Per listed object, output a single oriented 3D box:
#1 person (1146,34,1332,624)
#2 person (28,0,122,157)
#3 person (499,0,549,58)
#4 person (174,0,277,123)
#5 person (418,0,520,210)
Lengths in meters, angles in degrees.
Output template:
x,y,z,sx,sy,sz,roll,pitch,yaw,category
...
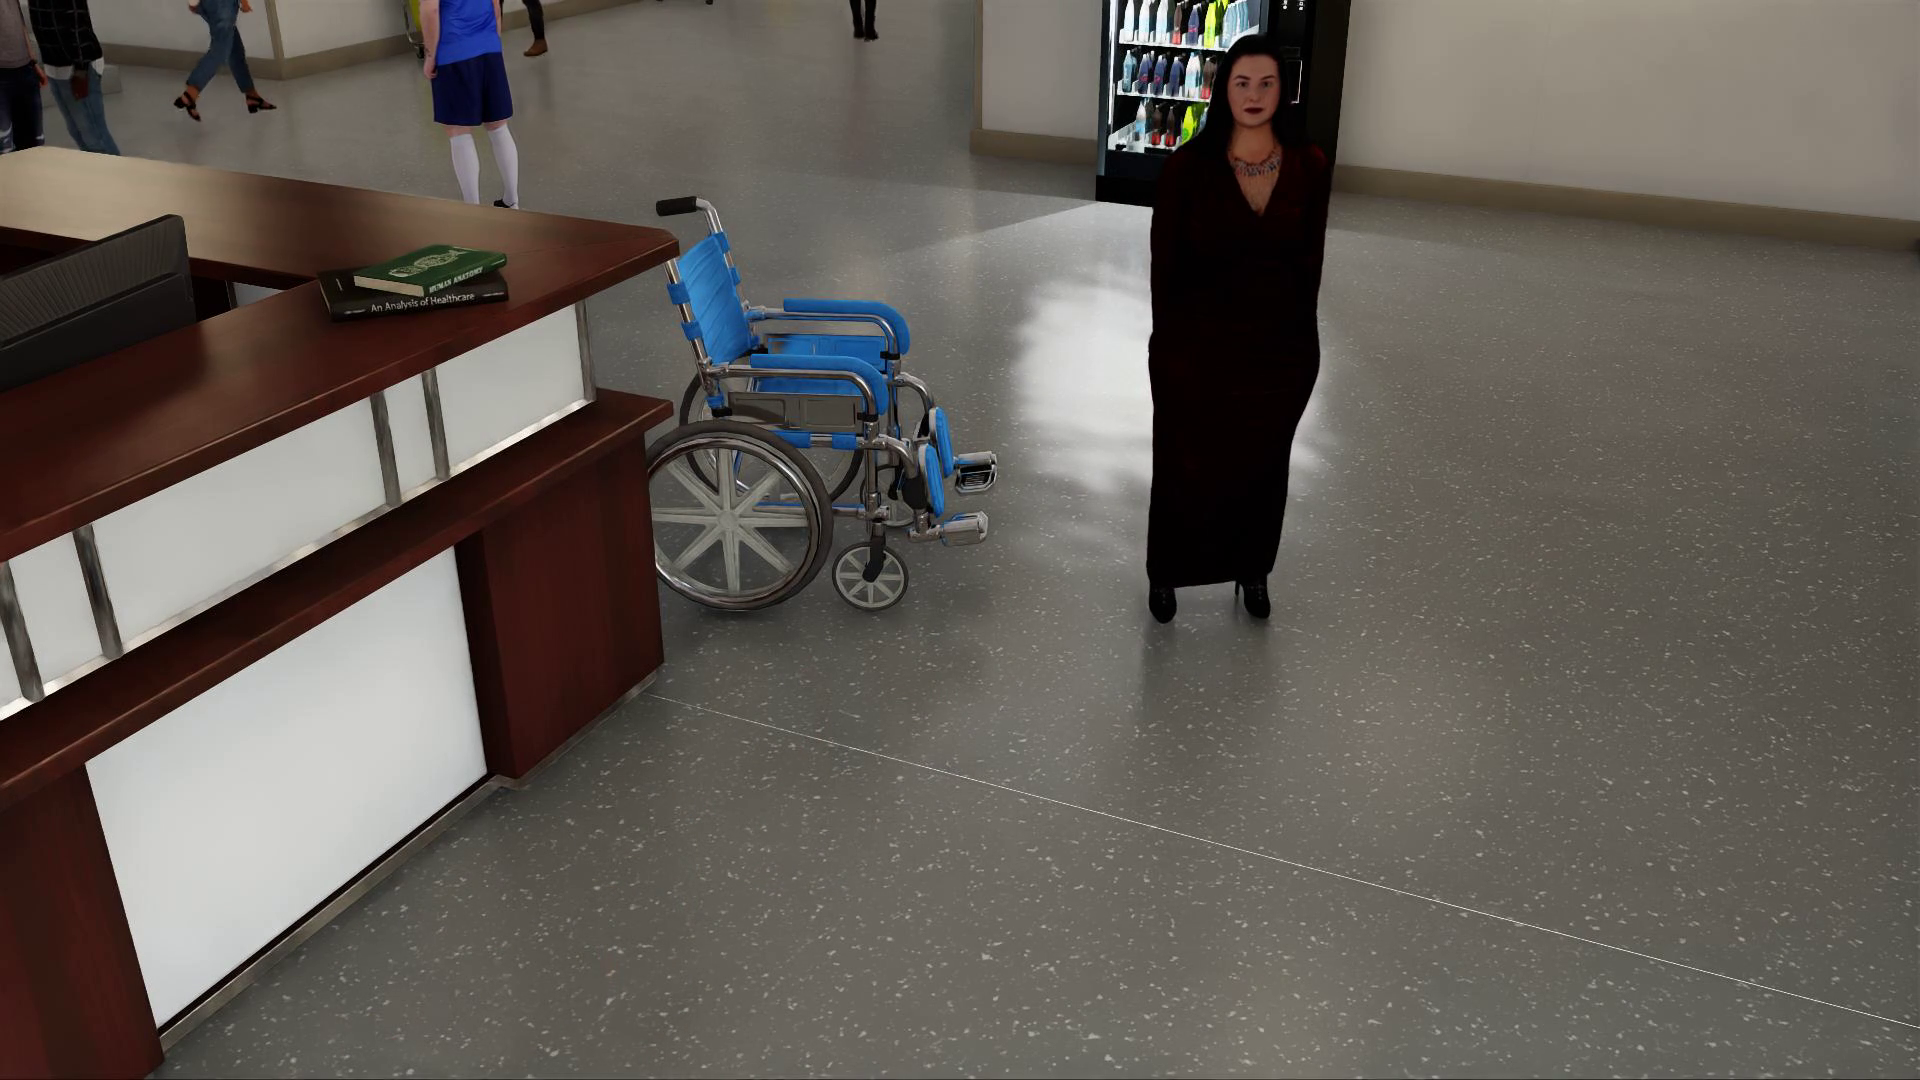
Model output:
x,y,z,sx,sy,sz,roll,pitch,yaw,category
0.793,-0.572,4.846,0.727,1.757,0.832,-2,26,-4,person
-4.721,-2.548,8.869,0.798,1.821,0.645,-21,33,-36,person
-3.644,-4.843,13.726,0.995,1.694,0.786,14,29,27,person
-5.199,-3.703,11.454,1.017,1.655,0.732,14,29,27,person
-2.677,-2.625,9.005,0.646,1.841,0.721,19,32,34,person
